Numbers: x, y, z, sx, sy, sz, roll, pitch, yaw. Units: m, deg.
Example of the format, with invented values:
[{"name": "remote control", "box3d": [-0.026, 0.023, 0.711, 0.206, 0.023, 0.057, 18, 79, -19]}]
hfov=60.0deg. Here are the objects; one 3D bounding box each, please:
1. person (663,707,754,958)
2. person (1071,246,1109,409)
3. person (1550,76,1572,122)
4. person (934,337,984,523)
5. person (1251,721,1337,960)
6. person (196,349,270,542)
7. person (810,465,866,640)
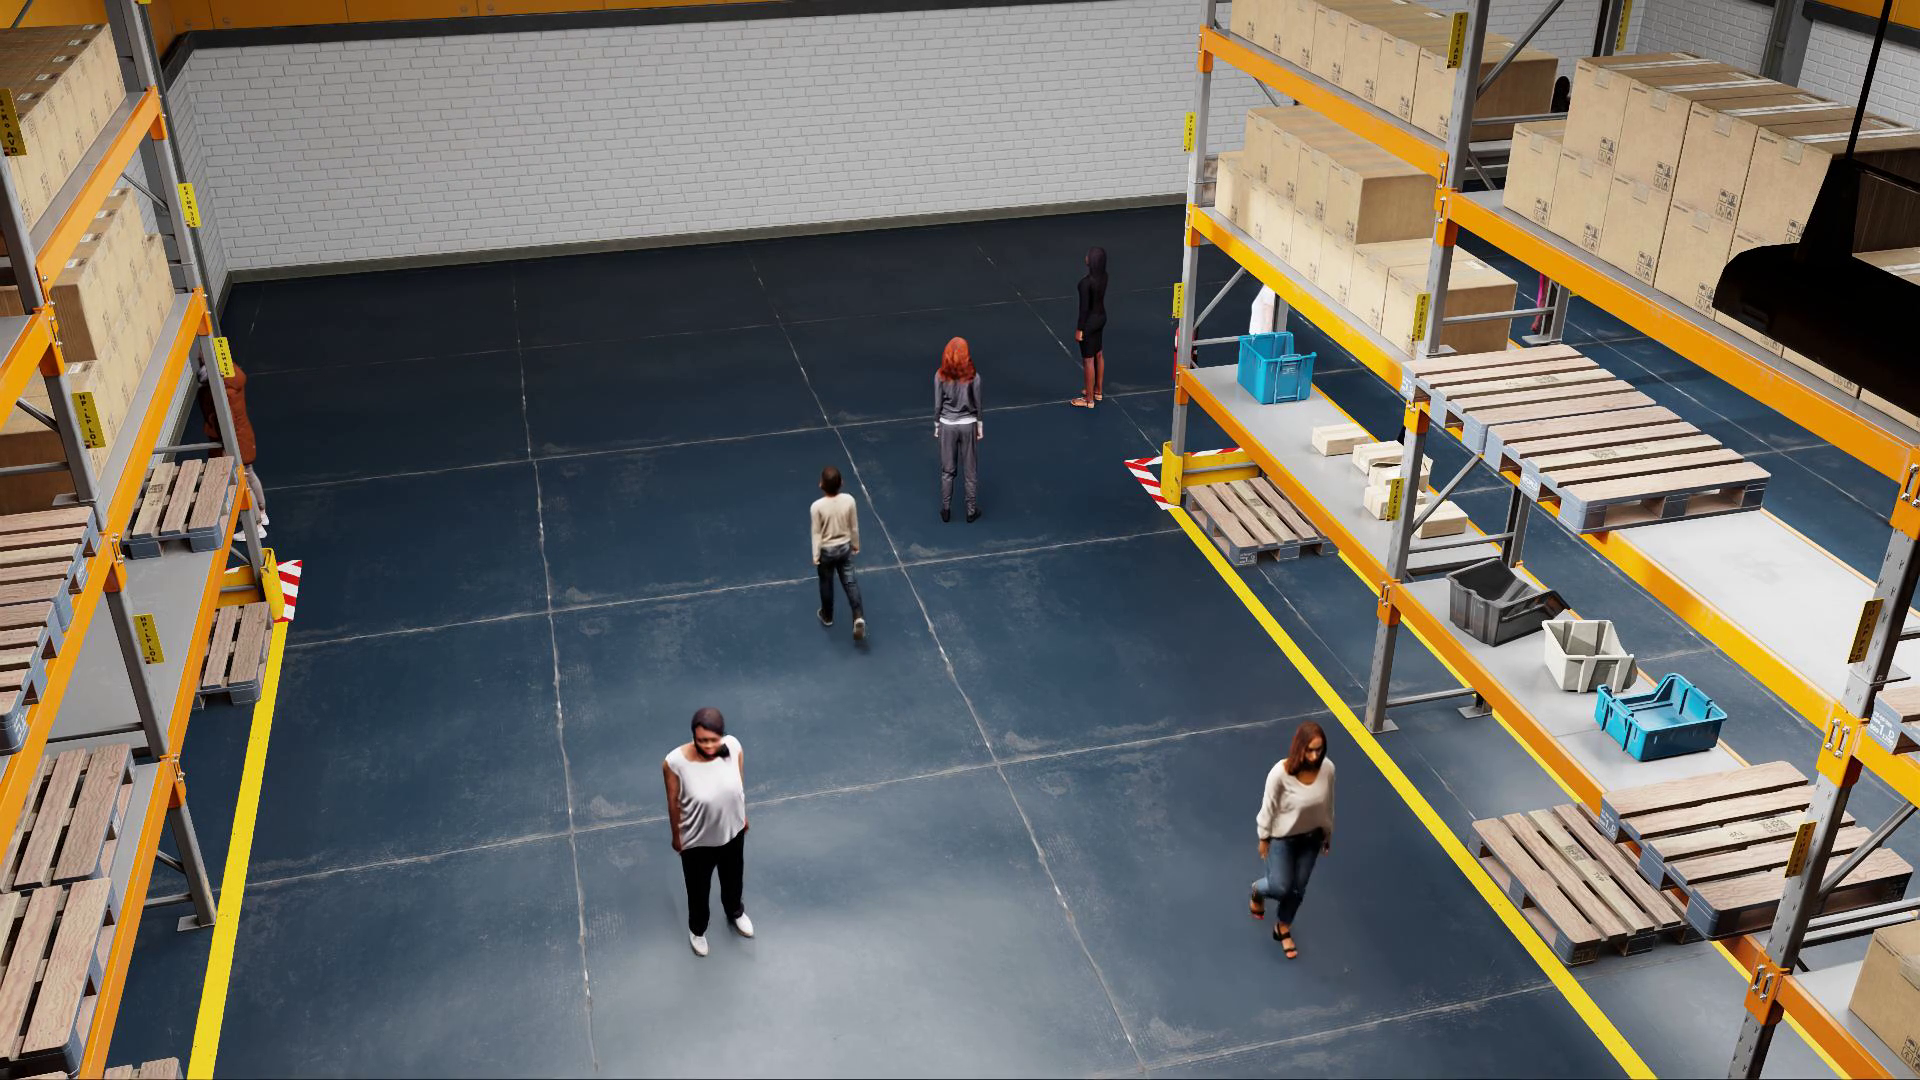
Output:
[{"name": "person", "box3d": [-1.482, 1.718, 9.999, 0.724, 1.687, 0.702, -16, 33, -27]}, {"name": "person", "box3d": [1.357, -2.214, 17.172, 0.731, 1.720, 0.677, 16, 33, 27]}, {"name": "person", "box3d": [8.535, -5.824, 23.871, 0.637, 1.642, 0.610, 2, 29, 3]}, {"name": "person", "box3d": [-0.015, -0.982, 14.851, 0.650, 1.780, 0.622, 3, 29, 6]}, {"name": "person", "box3d": [1.972, 1.730, 9.993, 0.630, 1.670, 0.700, -8, 30, -14]}, {"name": "person", "box3d": [-6.374, -0.882, 14.607, 0.788, 1.838, 0.651, -4, 29, -7]}, {"name": "person", "box3d": [-0.965, 0.120, 13.180, 0.648, 1.446, 0.945, -13, 31, -22]}]
